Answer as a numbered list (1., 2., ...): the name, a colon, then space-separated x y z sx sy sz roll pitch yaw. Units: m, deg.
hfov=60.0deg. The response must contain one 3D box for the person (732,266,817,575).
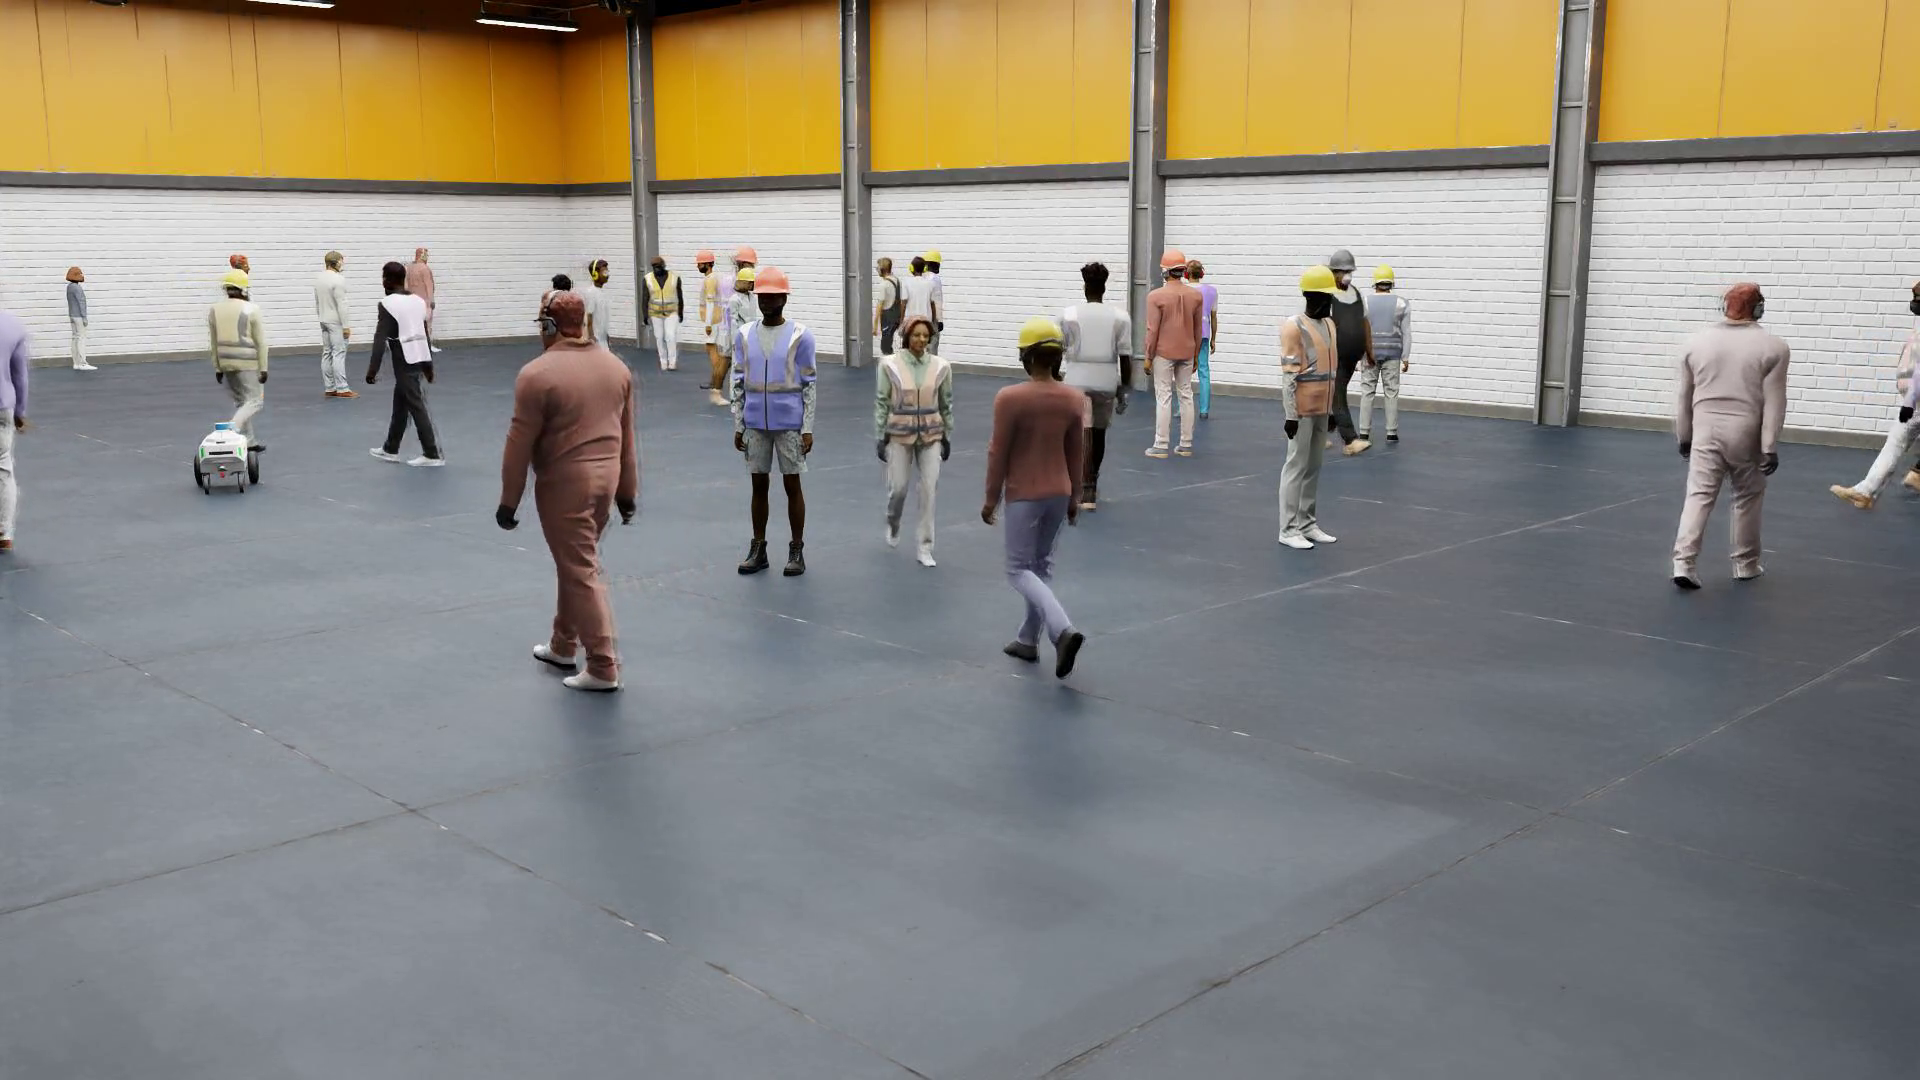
1. person: -1.173 -0.741 10.453 0.548 1.942 0.348 2 11 13

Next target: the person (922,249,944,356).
1. person: -0.407 -3.213 23.977 0.369 1.927 0.589 -6 12 -32

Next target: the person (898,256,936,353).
1. person: -0.593 -2.932 22.673 0.591 1.844 0.401 -5 11 -24

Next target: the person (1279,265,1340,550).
1. person: 2.410 -0.908 11.401 0.369 1.925 0.594 9 14 40

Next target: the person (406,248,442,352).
1. person: -9.838 -4.398 30.516 0.639 1.902 0.406 8 13 37

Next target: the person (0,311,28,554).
1. person: -6.540 -0.852 11.100 0.438 1.926 0.664 7 12 33

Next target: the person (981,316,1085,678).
1. person: 0.405 -0.213 8.088 0.524 1.744 0.723 -7 13 -35

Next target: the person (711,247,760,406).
1. person: -2.678 -2.627 20.662 1.060 1.980 0.616 6 12 30

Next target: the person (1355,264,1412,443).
1. person: 4.331 -1.907 17.100 0.599 1.836 0.404 3 11 15

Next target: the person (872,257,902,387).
1. person: -1.012 -3.023 23.203 0.413 1.828 0.527 5 12 26

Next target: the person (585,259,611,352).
1. person: -4.253 -2.332 19.351 0.568 1.859 0.529 1 10 4

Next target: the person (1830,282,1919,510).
1. person: 7.200 -1.060 12.575 0.983 1.793 0.661 5 11 24

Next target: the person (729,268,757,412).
1. person: -2.580 -2.402 20.060 0.324 1.740 0.492 5 12 26

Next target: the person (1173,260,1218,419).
1. person: 2.713 -2.320 19.318 0.564 1.850 0.390 -2 11 -10

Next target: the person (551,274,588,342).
1. person: -4.680 -2.376 20.096 0.440 1.662 0.550 1 10 7

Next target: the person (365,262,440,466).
1. person: -5.251 -1.626 15.437 0.921 1.878 0.613 2 11 13

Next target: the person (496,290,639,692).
1. person: -1.918 -0.234 7.888 0.858 1.872 0.654 6 12 31

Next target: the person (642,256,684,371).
1. person: -4.669 -3.550 26.162 0.647 1.797 0.804 -1 10 -5

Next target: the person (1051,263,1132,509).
1. person: 1.026 -1.230 13.206 0.627 1.911 1.028 -1 10 -8

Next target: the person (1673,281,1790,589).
1. person: 4.650 -0.630 10.082 0.659 1.865 0.977 10 14 42

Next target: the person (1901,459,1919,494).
1. person: 8.203 -1.168 13.561 0.874 1.657 0.541 4 11 20

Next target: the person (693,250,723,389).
1. person: -3.504 -3.068 23.189 0.379 1.929 0.548 -1 10 -4

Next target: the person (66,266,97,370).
1. person: -14.020 -3.526 26.474 0.503 1.636 0.280 9 14 41

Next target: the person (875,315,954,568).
1. person: -0.304 -0.653 10.816 0.527 1.624 0.503 -2 11 -13

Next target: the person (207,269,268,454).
1. person: -6.934 -1.682 15.935 0.598 1.816 0.685 3 11 17

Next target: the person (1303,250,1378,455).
1. person: 3.756 -1.871 16.345 0.698 2.000 1.013 -7 12 -32

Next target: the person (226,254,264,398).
1. person: -9.354 -2.771 21.680 0.343 1.882 0.585 -6 12 -30

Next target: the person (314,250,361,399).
1. person: -8.161 -2.800 21.708 0.629 1.933 0.379 9 14 40

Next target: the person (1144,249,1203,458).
1. person: 2.045 -1.784 15.994 0.611 1.997 0.375 -5 11 -24

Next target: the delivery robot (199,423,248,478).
1. delivery robot: -6.204 -0.746 14.010 0.477 0.478 0.707 -4 11 -20
